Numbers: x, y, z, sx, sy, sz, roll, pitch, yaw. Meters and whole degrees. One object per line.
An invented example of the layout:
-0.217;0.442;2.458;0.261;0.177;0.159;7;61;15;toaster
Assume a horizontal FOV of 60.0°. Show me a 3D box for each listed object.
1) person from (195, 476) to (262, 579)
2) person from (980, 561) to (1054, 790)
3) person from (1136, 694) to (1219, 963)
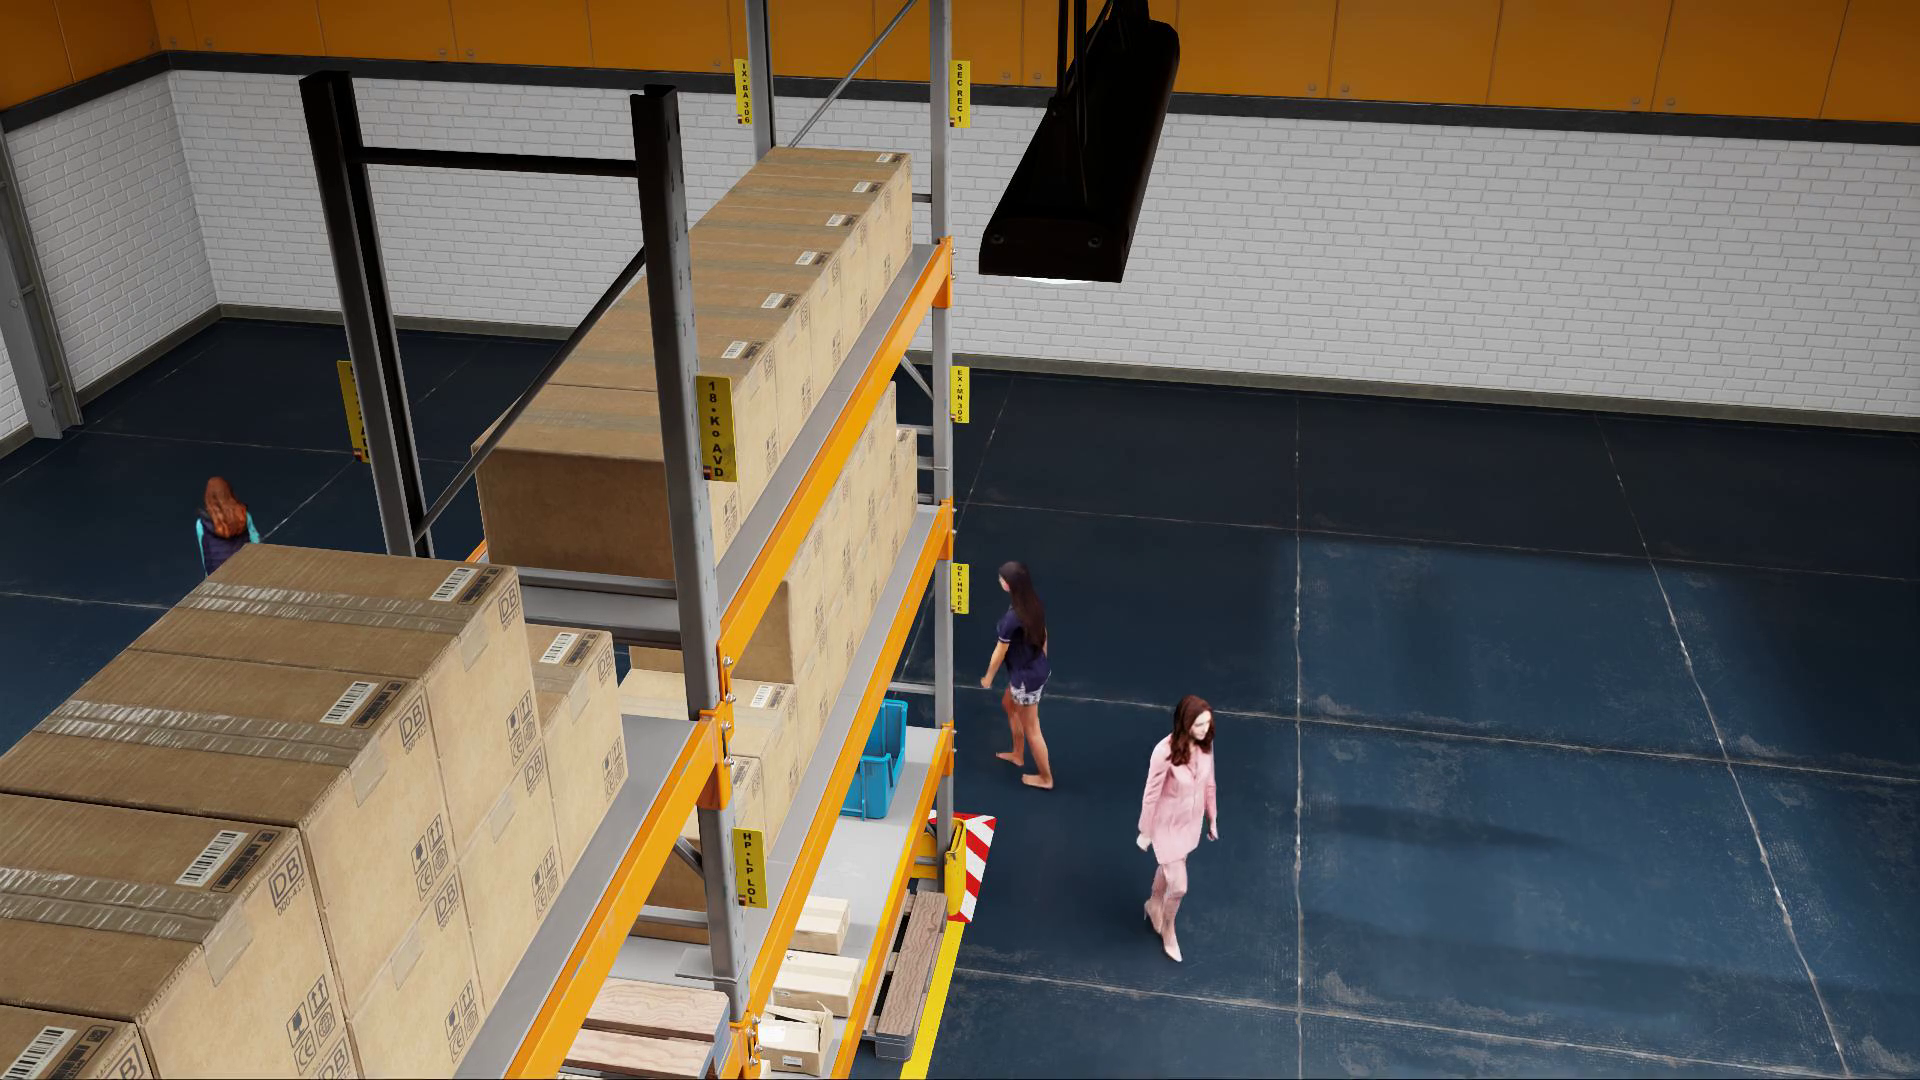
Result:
-5.546;0.238;12.684;0.699;1.487;0.742;-9;30;-15;person
0.521;0.955;11.105;0.760;1.740;0.747;16;32;27;person
1.214;1.634;9.820;0.801;1.779;0.860;-18;33;-30;person
